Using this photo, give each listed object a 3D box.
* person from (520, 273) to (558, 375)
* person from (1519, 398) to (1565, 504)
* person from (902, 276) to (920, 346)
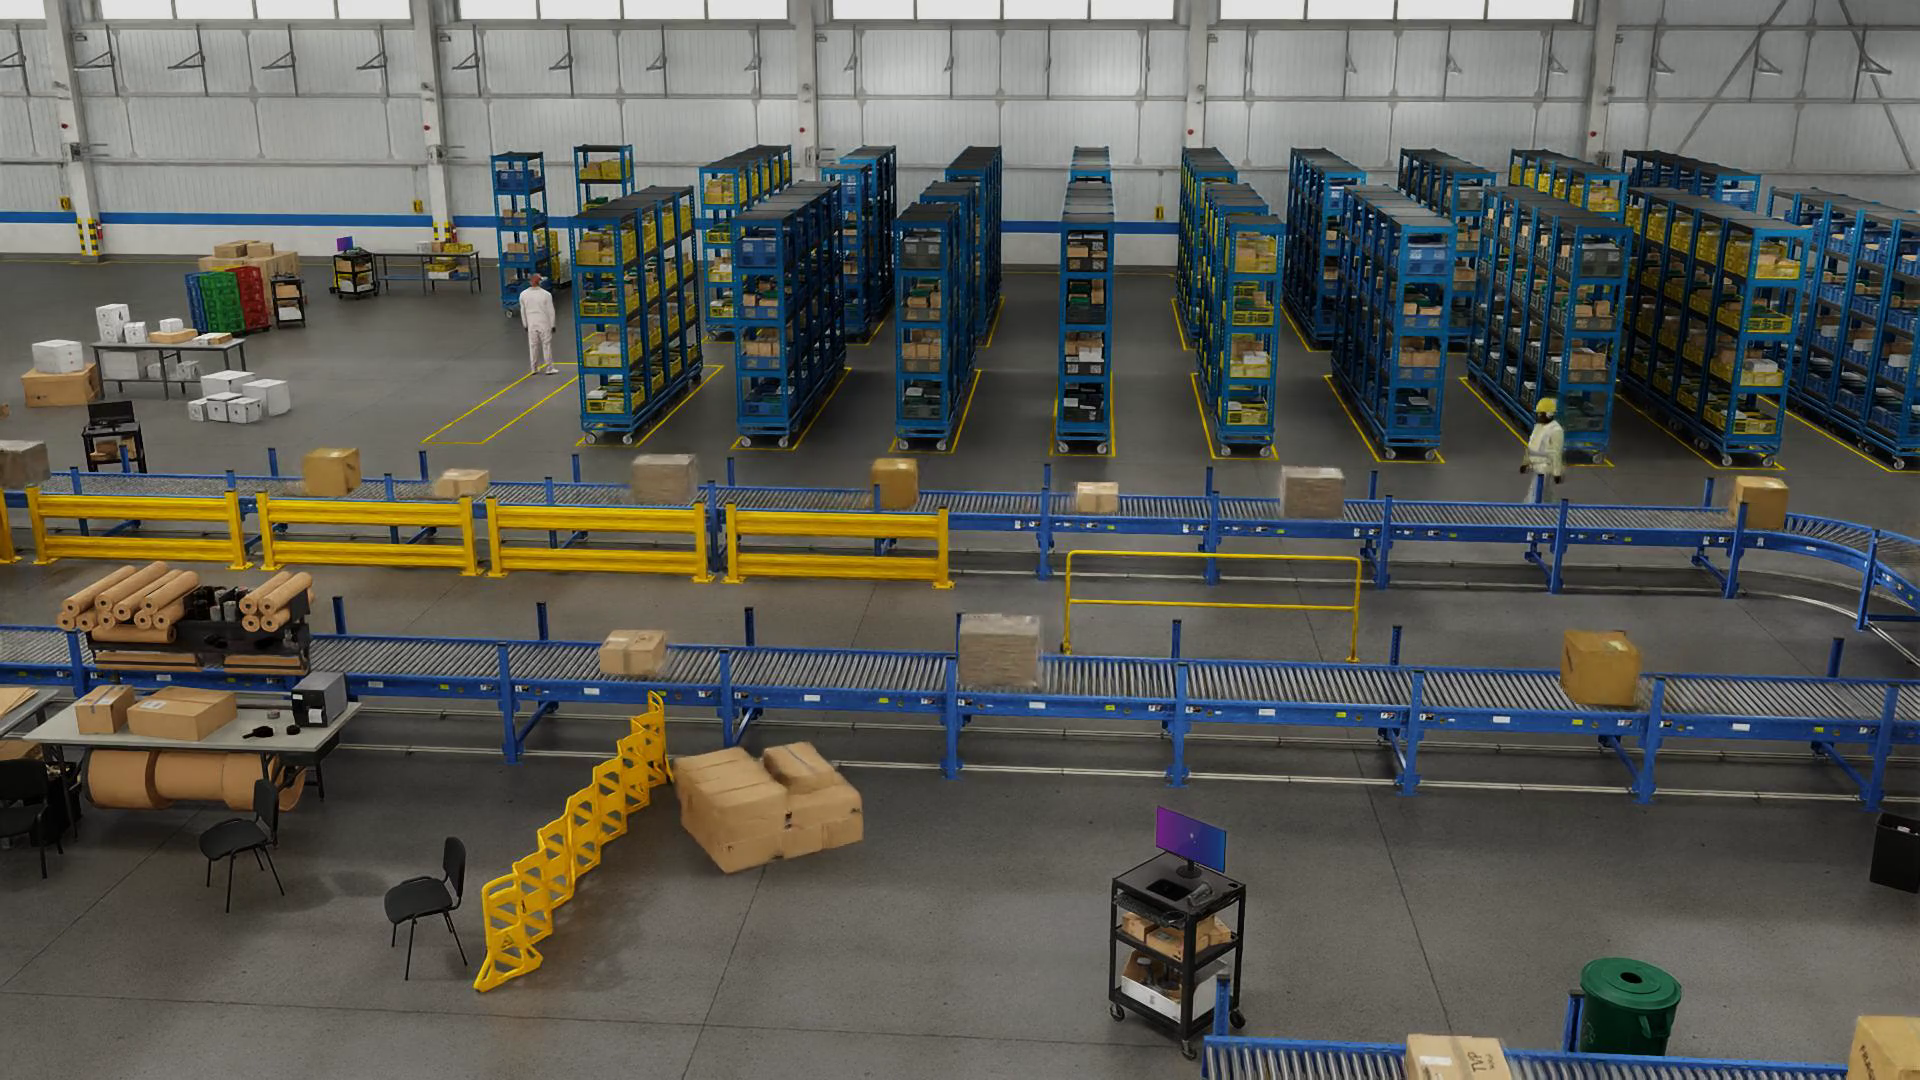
[{"bbox_3d":[-7.919,-4.065,31.340,0.655,1.906,0.407,3,18,8],"label":"person"},{"bbox_3d":[7.524,-0.977,21.741,0.952,1.777,0.607,-2,18,-5],"label":"person"},{"bbox_3d":[-0.969,-4.934,33.949,0.390,1.995,0.613,15,23,40],"label":"person"}]
